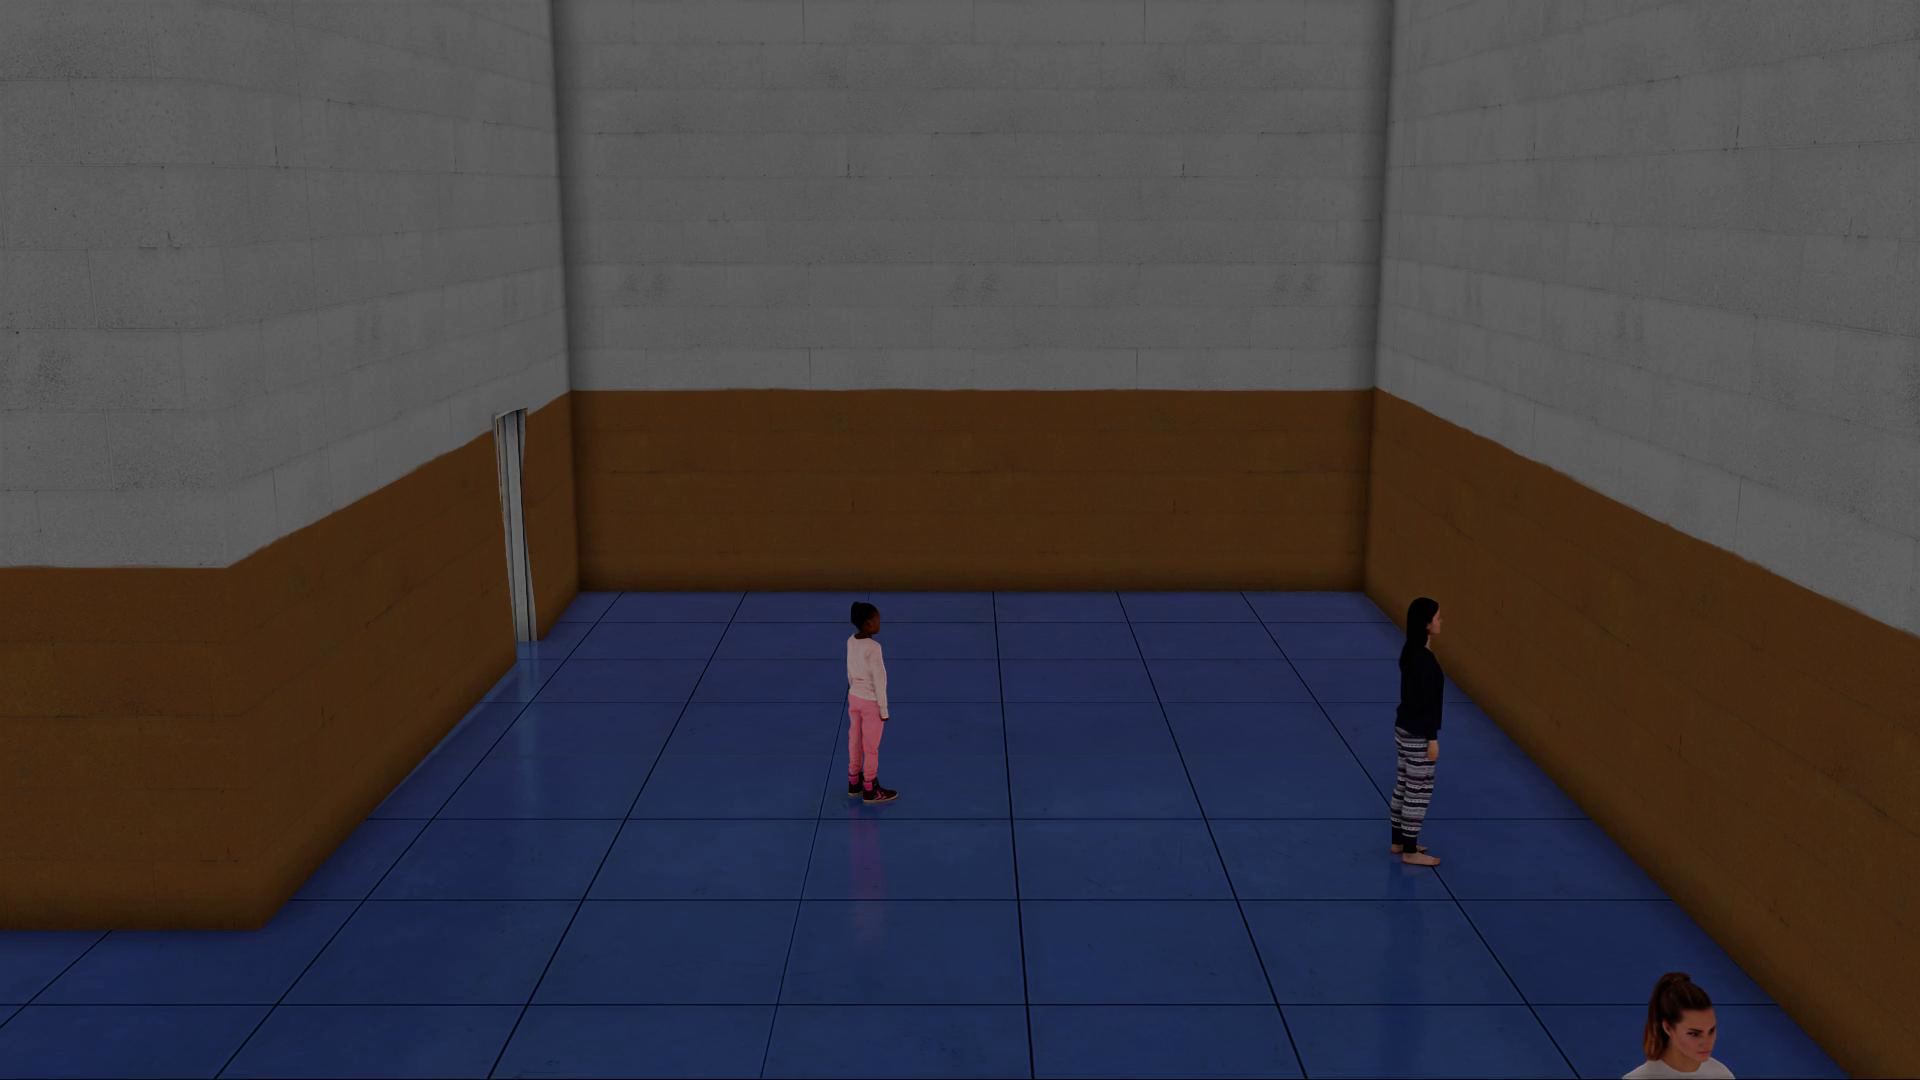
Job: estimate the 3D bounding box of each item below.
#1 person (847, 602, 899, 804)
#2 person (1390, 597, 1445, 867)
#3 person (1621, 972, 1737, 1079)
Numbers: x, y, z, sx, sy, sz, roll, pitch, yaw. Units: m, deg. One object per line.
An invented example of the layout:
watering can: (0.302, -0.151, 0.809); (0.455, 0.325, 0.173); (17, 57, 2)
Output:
person: (-0.660, 1.124, 11.749); (0.663, 1.444, 0.626); (-9, 15, -36)
person: (2.923, 1.209, 10.640); (0.526, 1.734, 0.614); (-1, 12, -4)
person: (2.367, 2.282, 5.579); (0.571, 1.720, 0.726); (-4, 12, -17)
